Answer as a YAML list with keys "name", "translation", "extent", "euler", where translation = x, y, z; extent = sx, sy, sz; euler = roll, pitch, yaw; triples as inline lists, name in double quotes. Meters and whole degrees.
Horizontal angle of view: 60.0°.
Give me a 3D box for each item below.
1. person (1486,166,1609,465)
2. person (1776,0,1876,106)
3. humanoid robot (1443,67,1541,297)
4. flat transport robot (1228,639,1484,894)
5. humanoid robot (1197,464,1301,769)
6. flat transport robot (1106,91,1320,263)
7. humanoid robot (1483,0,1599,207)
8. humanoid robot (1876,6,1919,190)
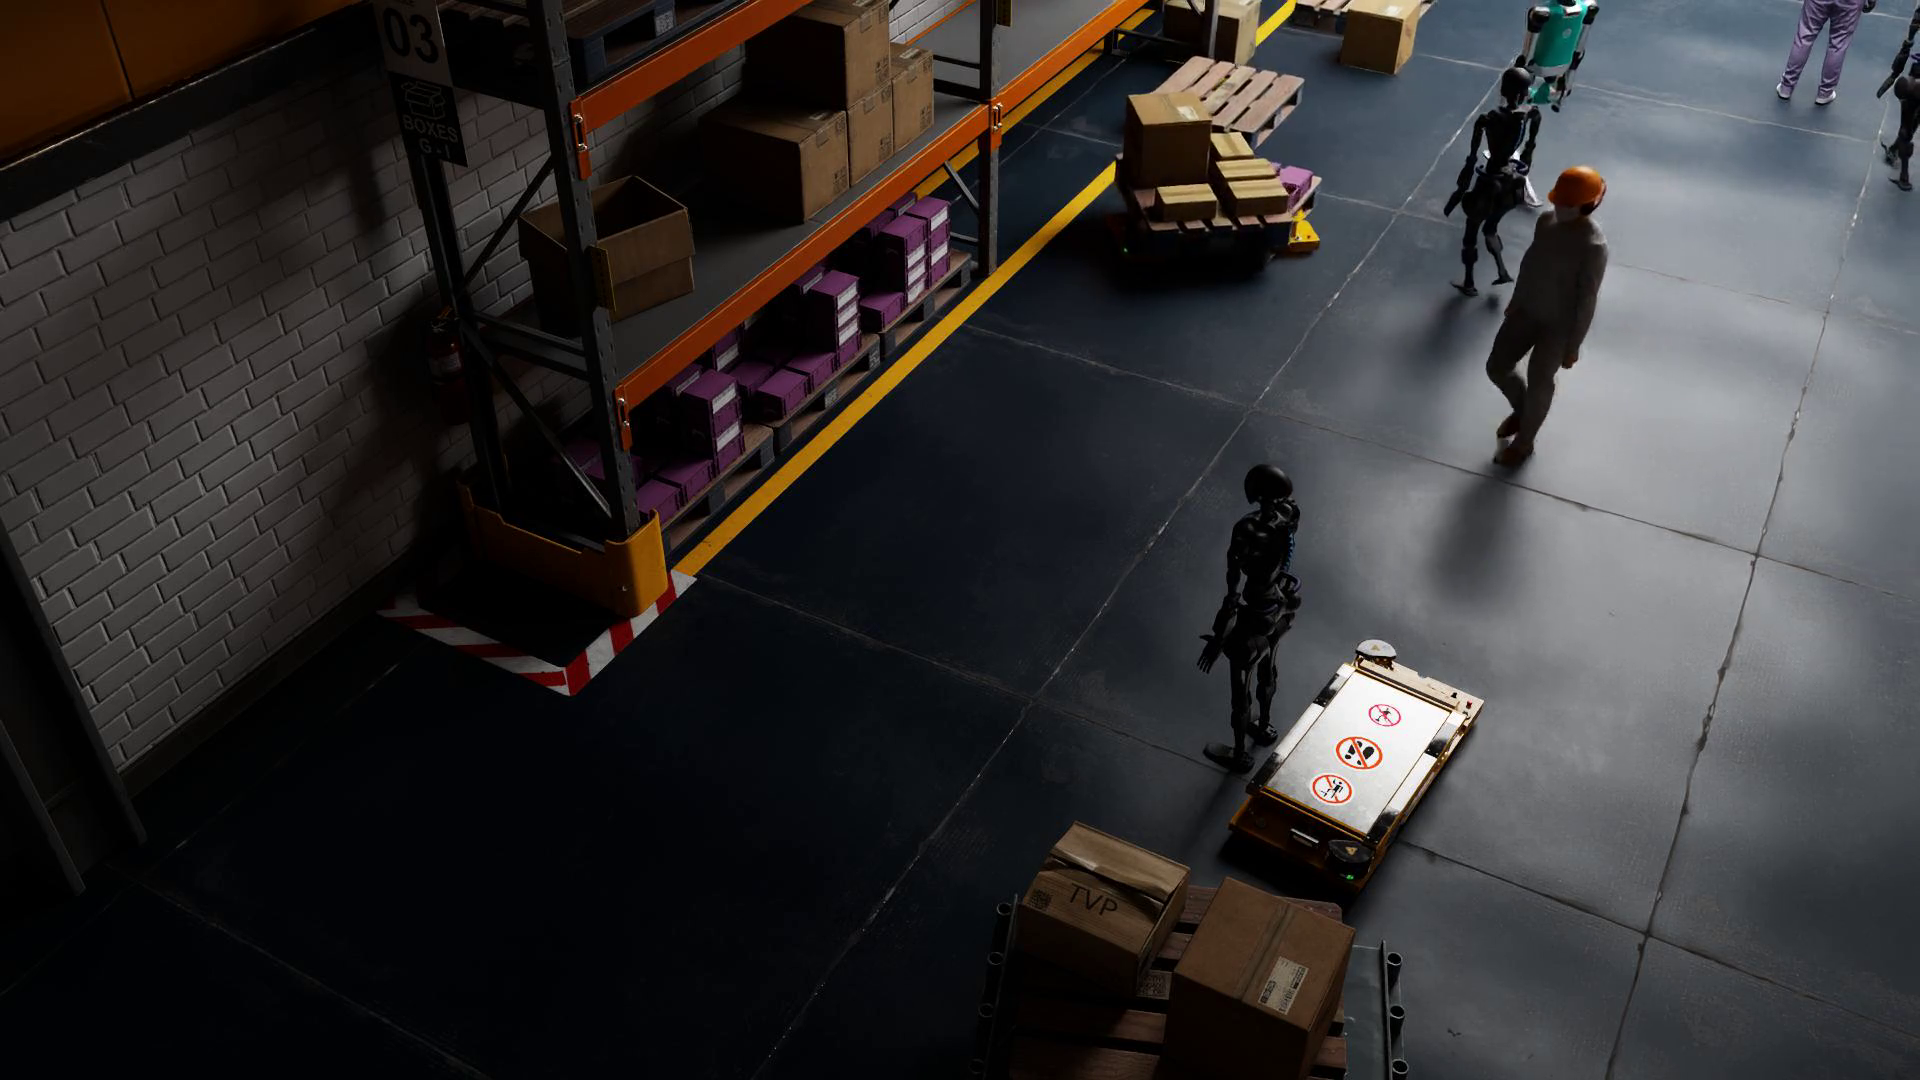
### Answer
- name: "person"
  translation: [3.350, -1.267, 9.512]
  extent: [0.432, 1.878, 0.617]
  euler: [-19, 42, -22]
- name: "person"
  translation: [7.151, -4.492, 13.526]
  extent: [0.640, 1.908, 0.411]
  euler: [18, 42, 21]
- name: "humanoid robot"
  translation: [3.542, -2.337, 11.026]
  extent: [0.611, 1.645, 0.435]
  euler: [-15, 41, -18]
- name: "flat transport robot"
  translation: [1.914, 1.038, 7.922]
  extent: [0.659, 0.231, 1.431]
  euler: [24, 45, 27]
- name: "humanoid robot"
  translation: [1.350, 0.349, 7.643]
  extent: [0.315, 1.659, 0.599]
  euler: [29, 47, 31]
- name: "flat transport robot"
  translation: [1.829, -2.286, 12.077]
  extent: [1.431, 0.231, 0.659]
  euler: [-5, 39, -6]
- name: "humanoid robot"
  translation: [4.178, -3.391, 12.319]
  extent: [0.538, 1.746, 1.053]
  euler: [-11, 40, -14]
- name: "humanoid robot"
  translation: [7.230, -3.529, 12.522]
  extent: [0.608, 1.635, 0.699]
  euler: [-4, 39, -5]
